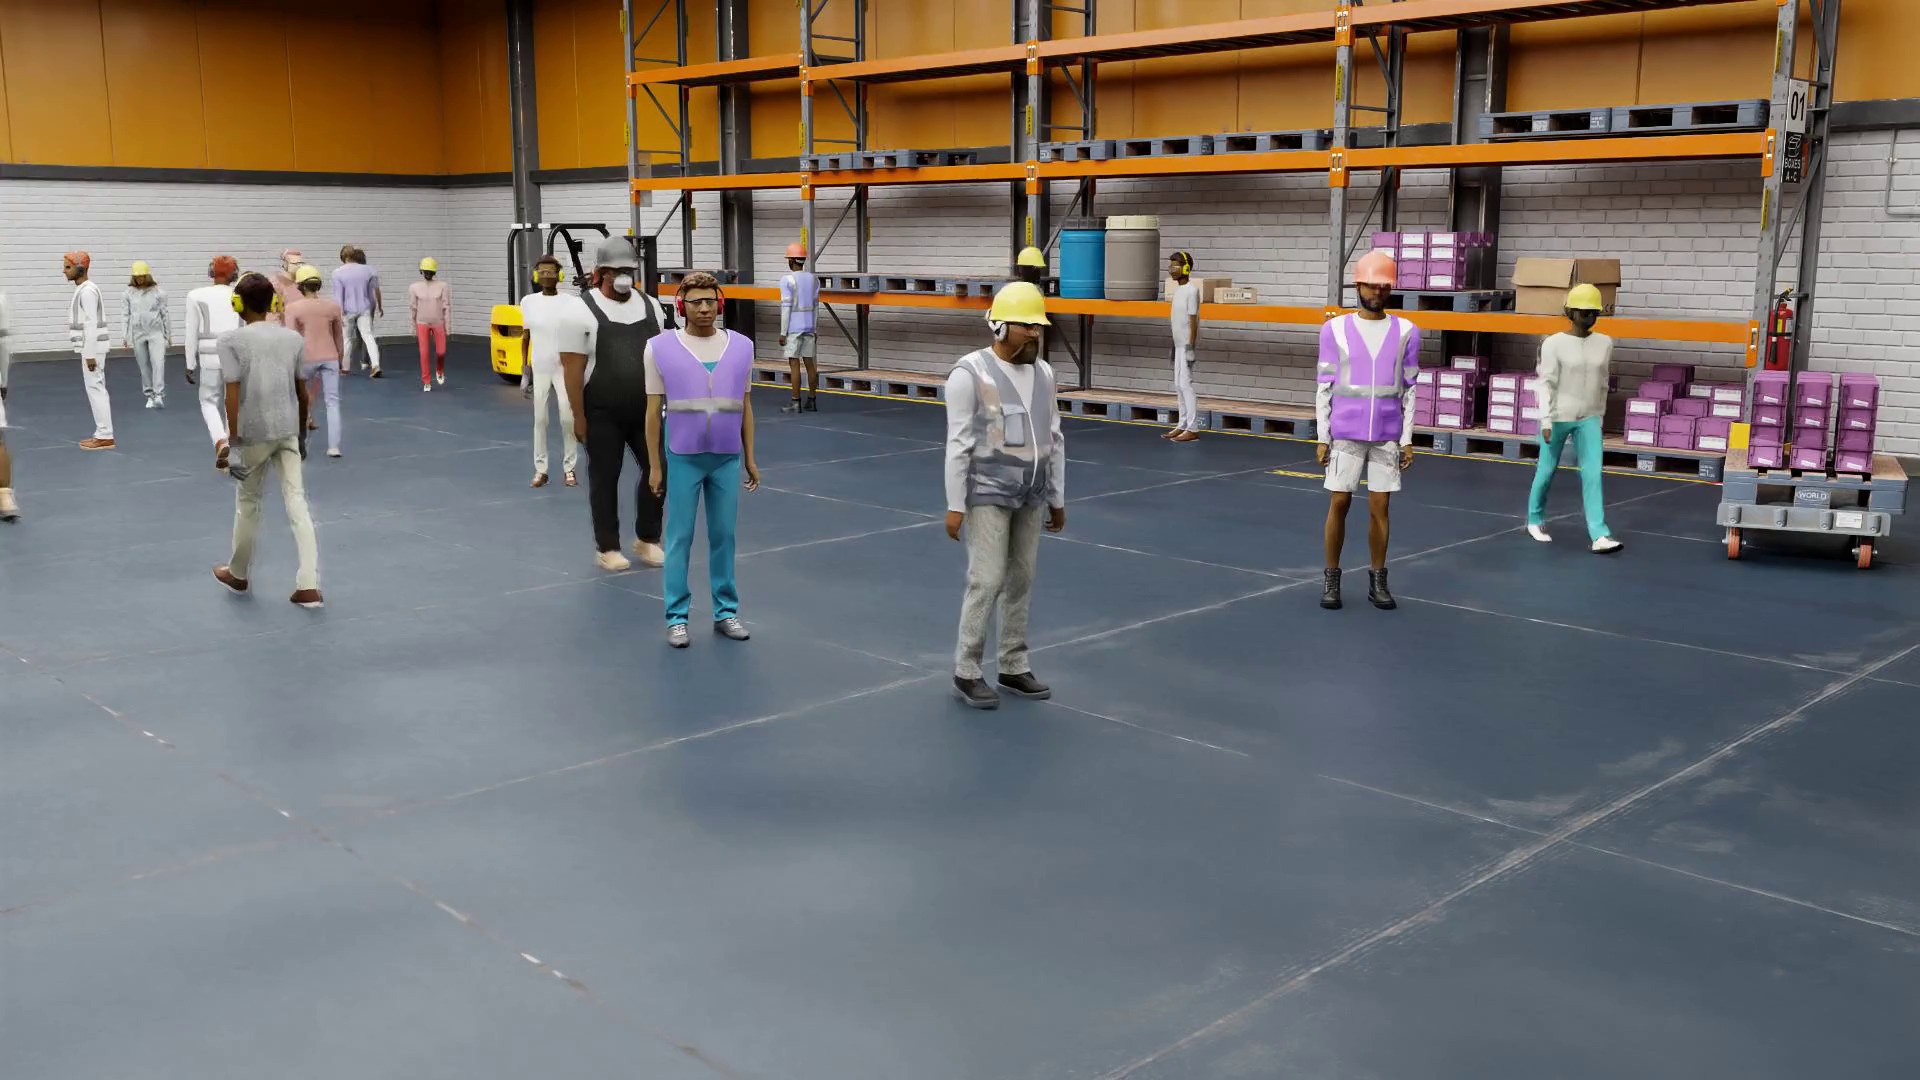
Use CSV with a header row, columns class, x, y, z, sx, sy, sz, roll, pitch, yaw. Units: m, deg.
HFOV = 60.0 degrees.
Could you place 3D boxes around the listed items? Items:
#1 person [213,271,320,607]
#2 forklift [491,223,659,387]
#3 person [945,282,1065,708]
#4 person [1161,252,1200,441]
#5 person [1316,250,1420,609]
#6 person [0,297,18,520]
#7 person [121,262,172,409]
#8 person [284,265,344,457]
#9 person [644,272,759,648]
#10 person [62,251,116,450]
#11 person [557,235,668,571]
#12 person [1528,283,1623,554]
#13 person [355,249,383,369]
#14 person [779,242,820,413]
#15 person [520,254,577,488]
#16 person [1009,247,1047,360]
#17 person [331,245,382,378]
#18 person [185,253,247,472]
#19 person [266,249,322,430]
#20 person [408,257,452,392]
class,x,y,z,sx,sy,sz,roll,pitch,yaw
person,-3.851,-0.561,9.200,0.960,1.818,0.539,10,14,43
forklift,-5.316,-3.263,22.920,2.313,2.155,1.214,-10,14,-44
person,0.205,-0.195,7.190,0.614,1.823,0.403,-9,13,-39
person,2.203,-1.902,16.426,0.321,1.860,0.512,-2,11,-10
person,2.202,-0.586,9.013,0.545,1.942,0.349,0,10,2
person,-7.087,-1.129,11.873,0.613,1.994,1.069,-10,14,-43
person,-9.456,-2.357,19.315,0.504,1.704,0.871,-3,11,-16
person,-5.926,-1.632,15.274,0.547,1.744,0.700,-8,13,-36
person,-1.284,-0.401,8.261,0.570,1.843,0.372,-6,12,-28
person,-8.256,-1.794,15.784,0.345,1.876,0.576,-5,12,-27
person,-2.024,-0.814,9.980,0.710,2.000,0.582,-8,13,-37
person,3.946,-0.782,10.682,0.546,1.710,0.920,-2,11,-10
person,-9.105,-3.525,25.414,0.510,1.796,0.951,-2,10,-8
person,-1.850,-2.416,18.999,0.356,1.937,0.551,10,14,42
person,-3.272,-1.344,13.426,0.556,1.881,0.459,-1,10,-4
person,0.592,-1.755,15.448,0.512,1.915,0.603,7,13,34
person,-8.613,-3.252,23.710,0.629,1.898,1.046,-9,14,-41
person,-6.268,-1.498,14.172,0.604,1.872,0.476,-7,12,-32
person,-6.813,-2.025,17.024,0.465,1.884,0.722,4,11,19
person,-6.899,-2.811,21.660,0.541,1.743,0.485,-3,11,-17
